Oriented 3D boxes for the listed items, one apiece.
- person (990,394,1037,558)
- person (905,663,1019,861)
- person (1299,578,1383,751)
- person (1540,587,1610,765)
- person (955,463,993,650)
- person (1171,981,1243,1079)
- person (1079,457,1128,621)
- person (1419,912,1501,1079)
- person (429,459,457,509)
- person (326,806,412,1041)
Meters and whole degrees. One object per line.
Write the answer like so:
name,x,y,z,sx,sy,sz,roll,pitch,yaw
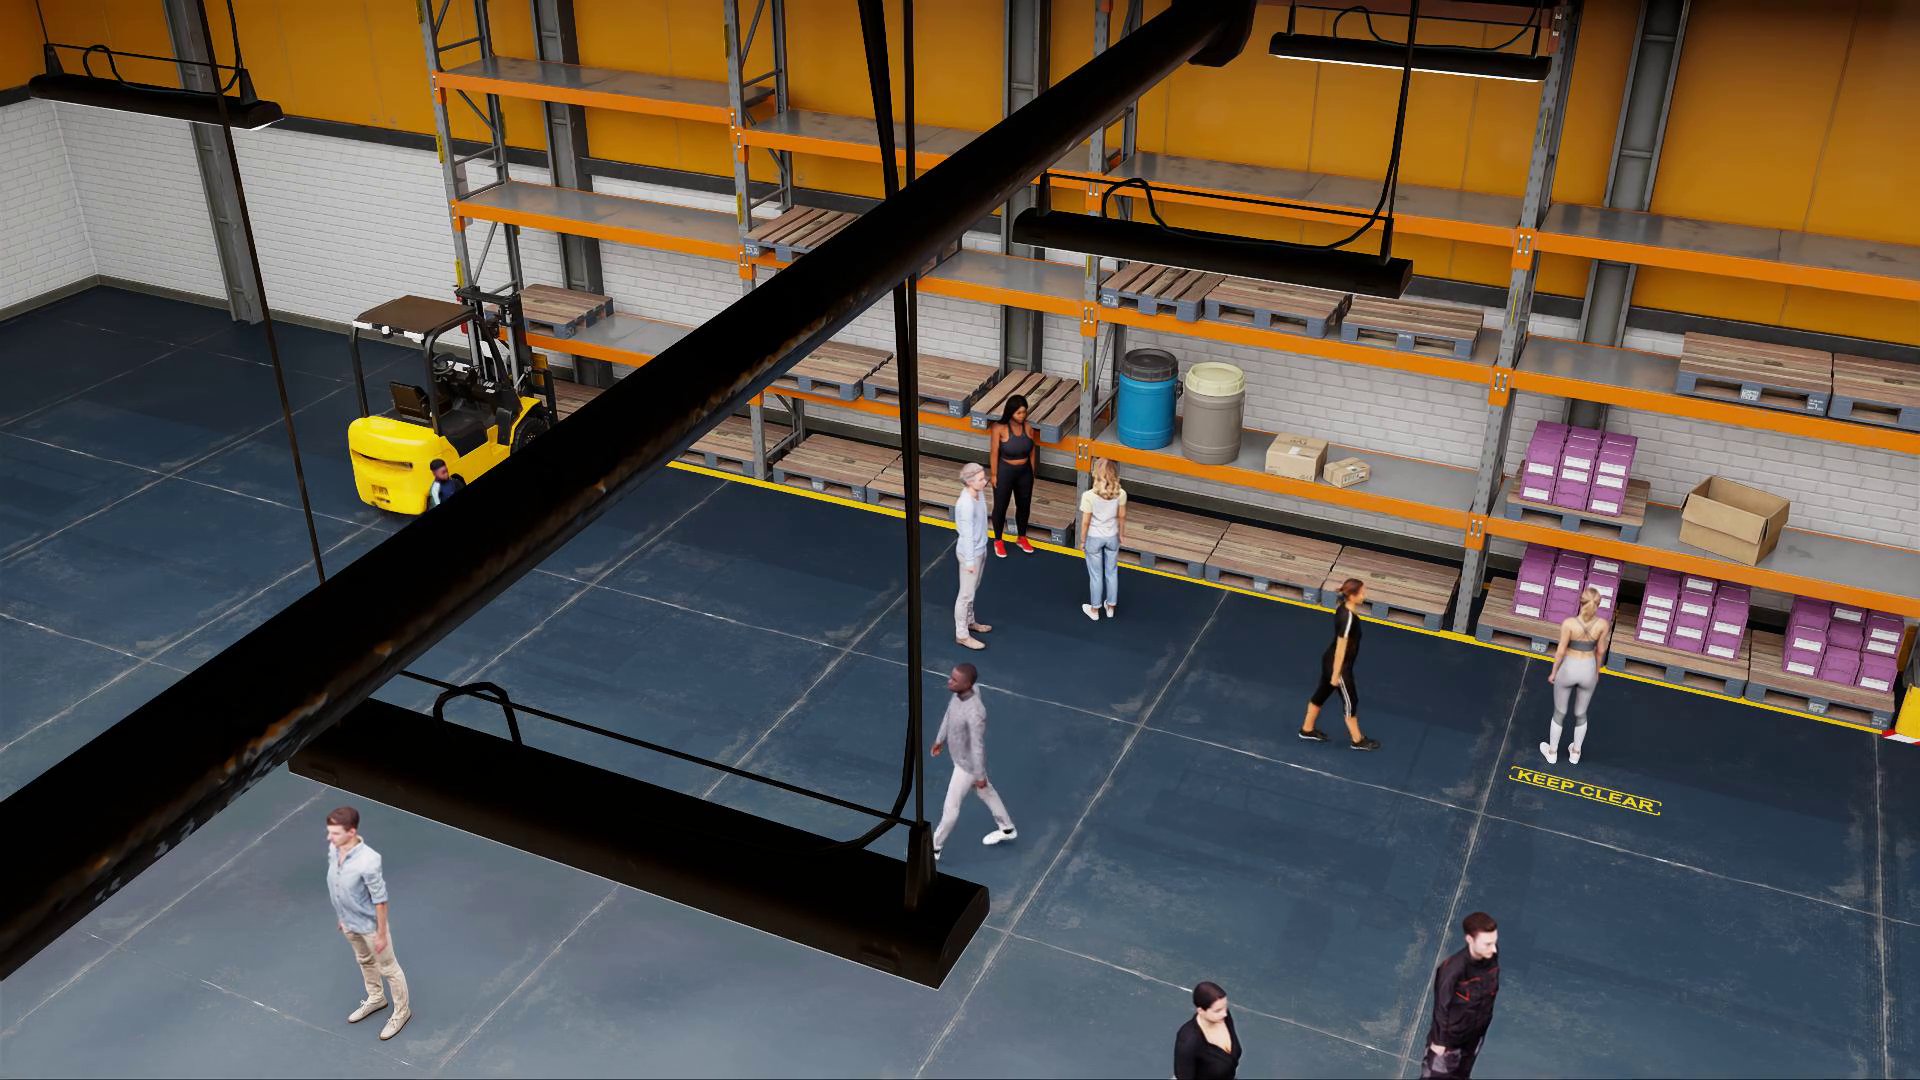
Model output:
person,0.554,-0.705,17.452,0.766,1.815,0.827,-10,30,-17
person,0.155,1.722,13.029,1.286,1.790,1.119,-4,29,-8
person,3.197,1.068,14.382,0.994,1.642,0.739,5,29,10
person,5.247,1.154,14.163,0.576,1.703,0.691,3,29,6
person,0.113,0.116,15.866,0.627,1.892,0.712,7,29,13
person,1.442,3.354,10.069,0.691,1.760,0.721,21,35,33
person,1.390,-0.011,16.277,0.693,1.722,0.763,-9,30,-15
person,3.120,3.081,10.409,0.777,1.914,0.763,-20,34,-32
person,-5.373,-0.275,17.263,0.837,1.242,0.530,11,30,19
person,-4.073,2.584,11.388,0.531,1.848,0.733,17,33,28
